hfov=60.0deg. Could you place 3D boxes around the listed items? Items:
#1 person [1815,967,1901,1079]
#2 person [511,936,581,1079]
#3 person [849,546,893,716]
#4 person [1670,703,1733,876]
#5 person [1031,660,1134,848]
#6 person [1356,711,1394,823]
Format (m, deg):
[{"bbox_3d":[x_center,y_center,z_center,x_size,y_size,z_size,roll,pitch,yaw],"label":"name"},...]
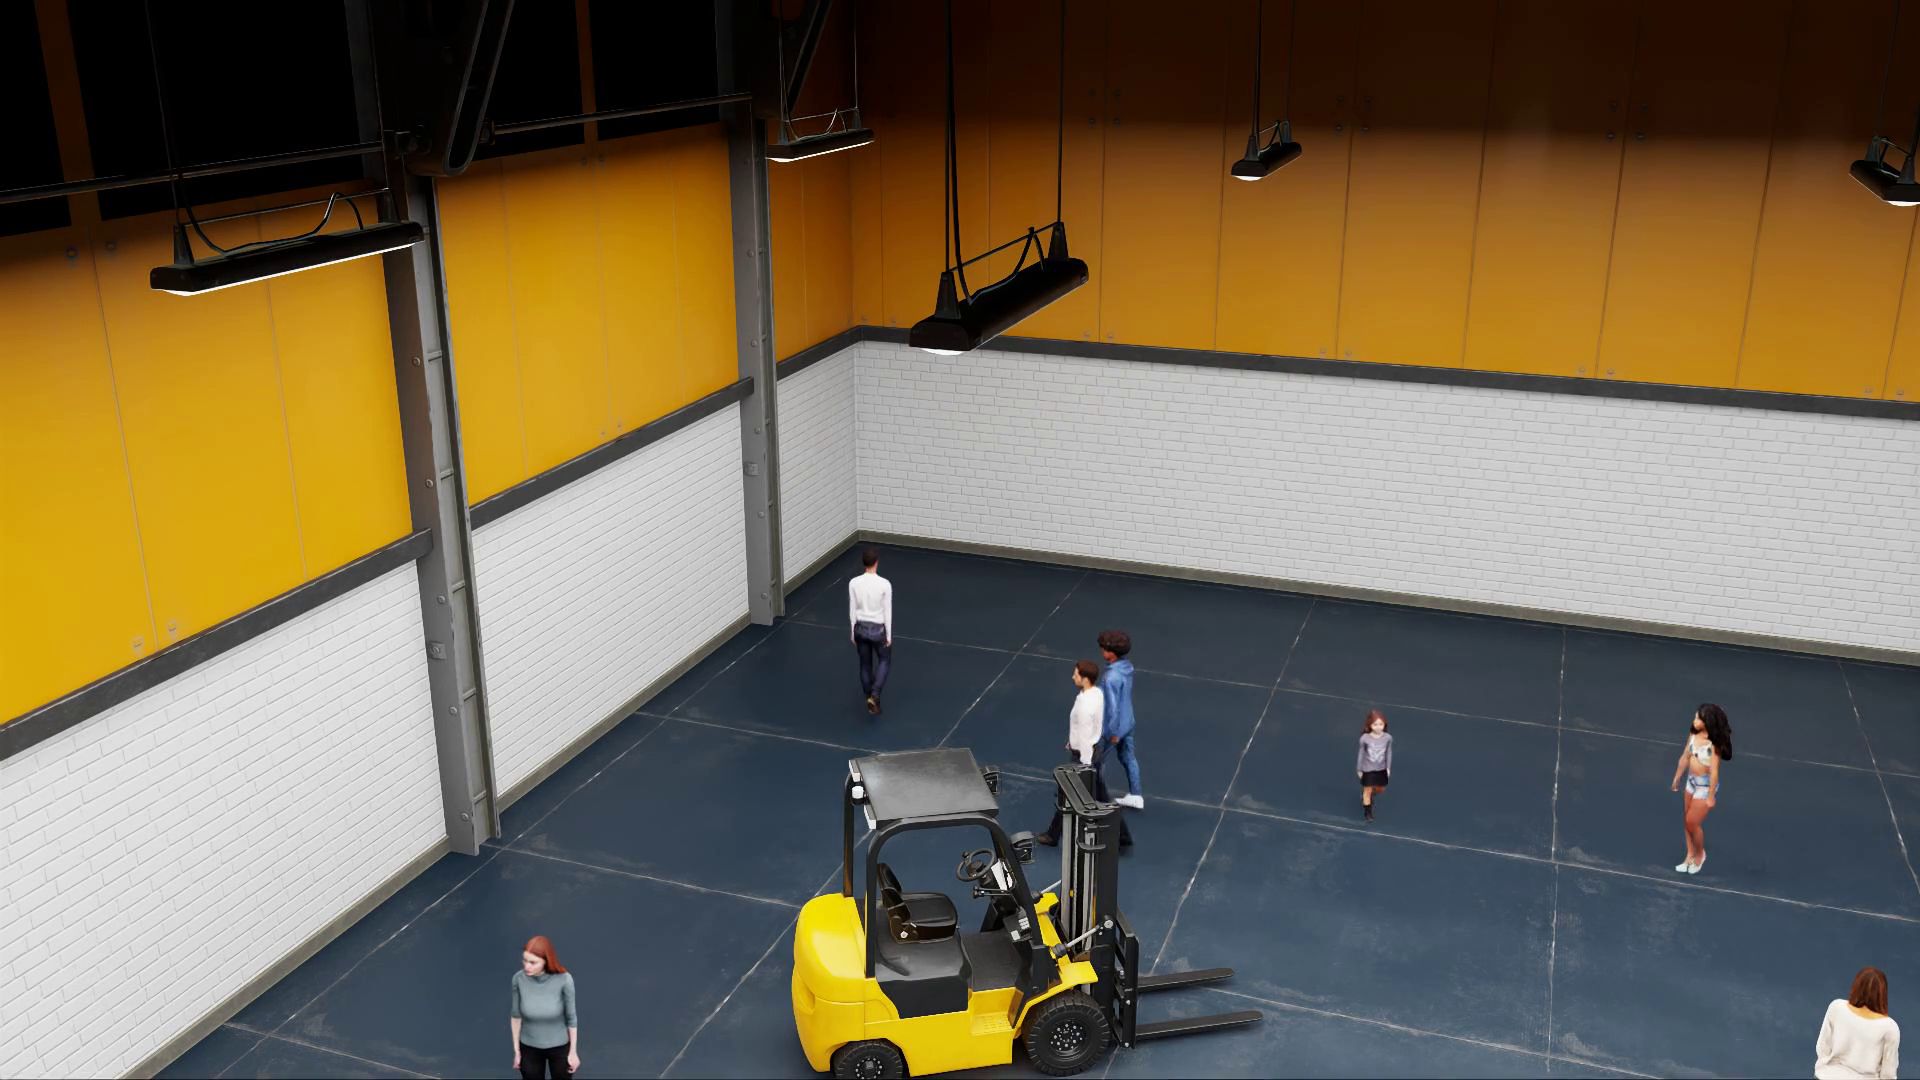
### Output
[{"bbox_3d":[5.635,3.450,10.534,0.696,1.682,0.684,17,25,41],"label":"person"},{"bbox_3d":[-2.688,3.323,10.816,0.641,1.743,0.632,1,19,3],"label":"person"},{"bbox_3d":[-0.966,1.000,17.544,0.702,1.852,0.906,3,19,9],"label":"person"},{"bbox_3d":[6.491,2.170,14.442,0.768,1.615,0.690,-3,19,-10],"label":"person"},{"bbox_3d":[1.217,1.945,14.769,0.733,1.831,1.091,7,20,19],"label":"person"},{"bbox_3d":[3.851,2.078,15.520,0.585,1.101,0.656,-2,19,-5],"label":"person"}]
